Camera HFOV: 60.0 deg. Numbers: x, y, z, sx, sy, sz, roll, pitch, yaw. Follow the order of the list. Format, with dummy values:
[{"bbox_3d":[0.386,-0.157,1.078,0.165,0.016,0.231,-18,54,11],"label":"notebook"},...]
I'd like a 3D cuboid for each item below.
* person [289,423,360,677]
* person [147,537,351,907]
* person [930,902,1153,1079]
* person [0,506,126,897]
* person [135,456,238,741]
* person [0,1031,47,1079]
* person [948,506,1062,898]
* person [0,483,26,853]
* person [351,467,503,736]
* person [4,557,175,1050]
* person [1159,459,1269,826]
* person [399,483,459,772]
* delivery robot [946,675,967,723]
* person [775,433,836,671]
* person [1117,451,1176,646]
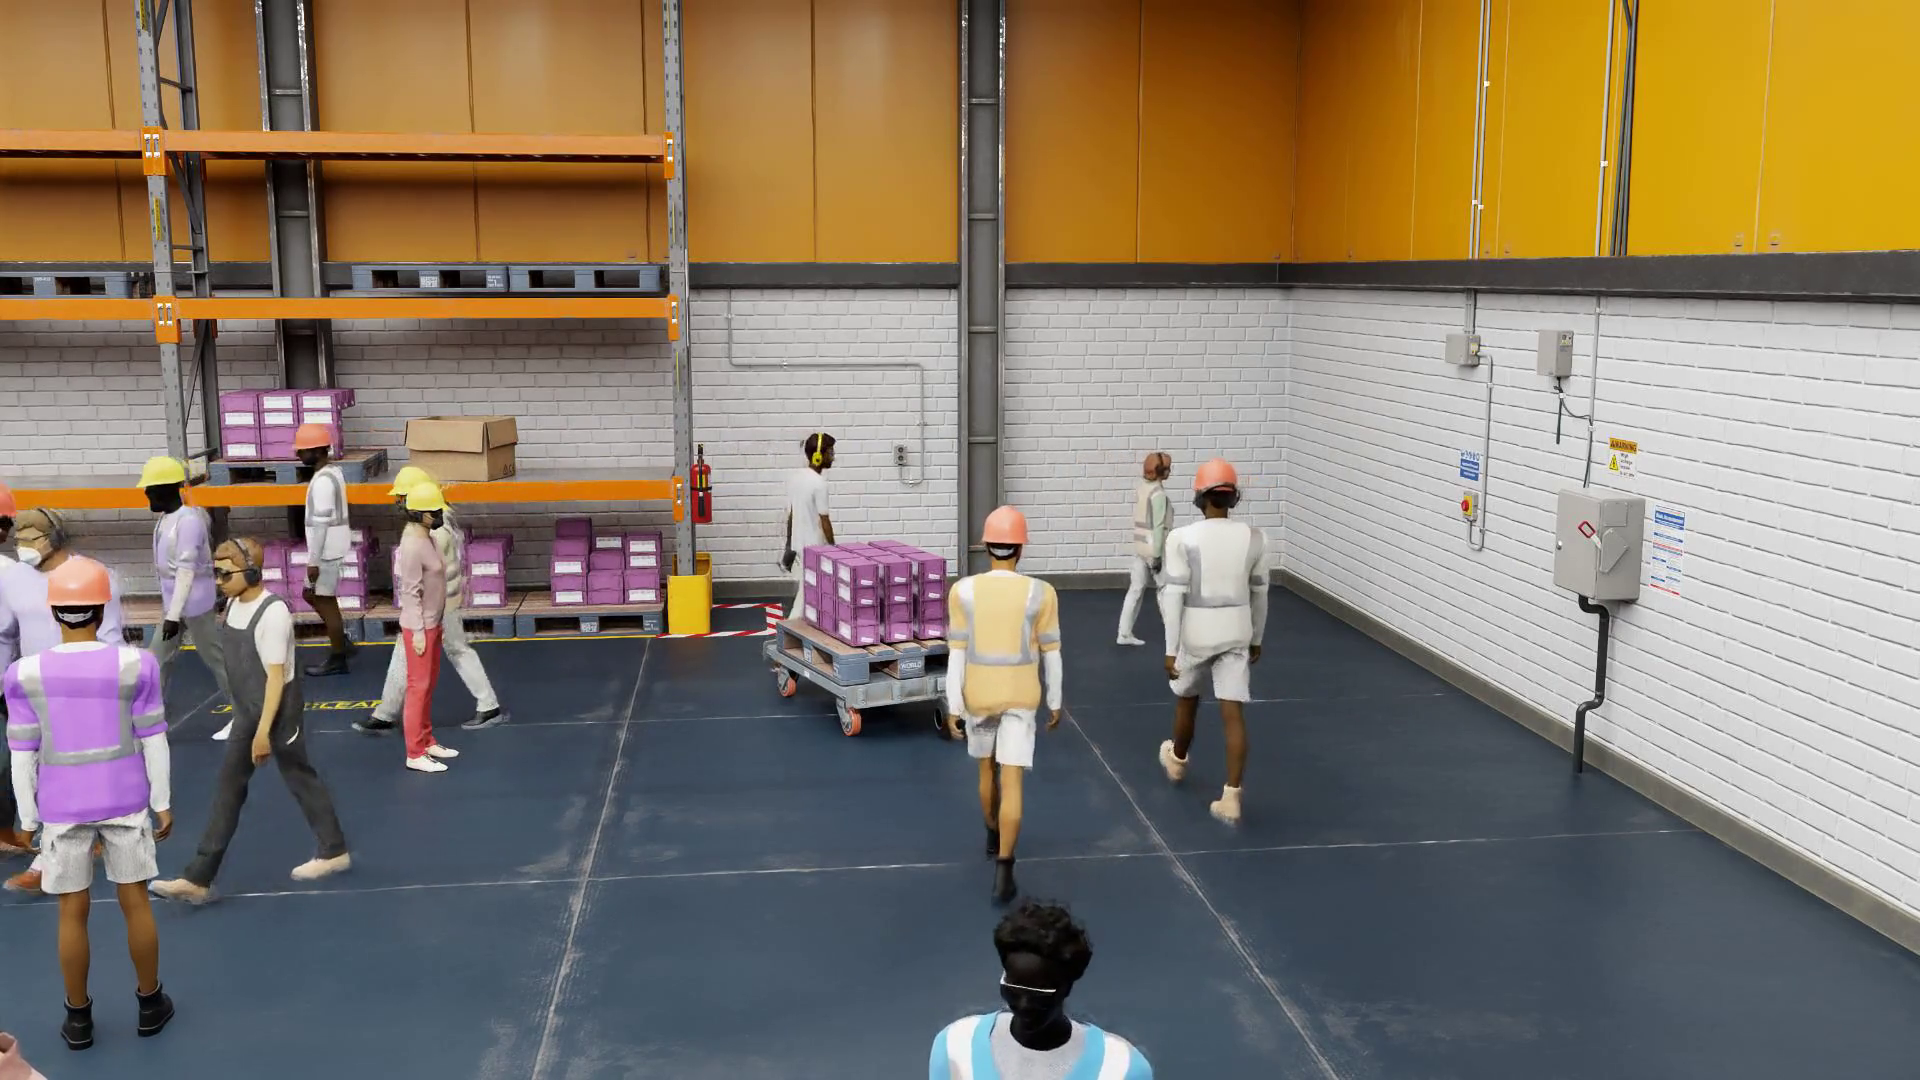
[{"bbox_3d":[-4.777,0.080,12.466,0.390,1.925,0.580,-3,9,-16],"label":"person"},{"bbox_3d":[-3.414,0.865,8.015,0.528,1.780,1.006,7,12,38],"label":"person"},{"bbox_3d":[0.186,1.601,3.834,0.531,1.665,0.868,3,10,20],"label":"person"},{"bbox_3d":[-4.519,0.776,8.241,0.635,1.882,1.011,2,9,13],"label":"person"},{"bbox_3d":[-5.003,0.406,10.595,0.992,1.872,0.610,-9,12,-43],"label":"person"},{"bbox_3d":[-1.800,1.610,2.997,0.654,1.904,0.407,5,11,31],"label":"person"},{"bbox_3d":[0.220,0.777,8.291,0.564,1.887,1.005,1,9,8],"label":"person"},{"bbox_3d":[-5.007,0.678,8.595,0.622,1.972,0.431,3,10,17],"label":"person"},{"bbox_3d":[-3.491,0.408,10.913,0.961,1.780,0.587,-7,11,-37],"label":"person"},{"bbox_3d":[-3.401,1.026,6.538,0.551,1.936,0.356,-5,10,-26],"label":"person"},{"bbox_3d":[1.420,0.540,9.415,0.644,1.986,1.088,-1,9,-8],"label":"person"},{"bbox_3d":[-3.255,0.525,10.198,0.326,1.767,0.533,-1,9,-4],"label":"person"},{"bbox_3d":[0.176,1.007,10.664,0.477,0.478,0.707,-3,10,-21],"label":"delivery robot"},{"bbox_3d":[-1.054,0.087,12.774,0.924,1.818,0.545,-5,10,-29],"label":"person"},{"bbox_3d":[1.602,0.081,13.483,0.560,1.626,0.527,-2,9,-15],"label":"person"}]
